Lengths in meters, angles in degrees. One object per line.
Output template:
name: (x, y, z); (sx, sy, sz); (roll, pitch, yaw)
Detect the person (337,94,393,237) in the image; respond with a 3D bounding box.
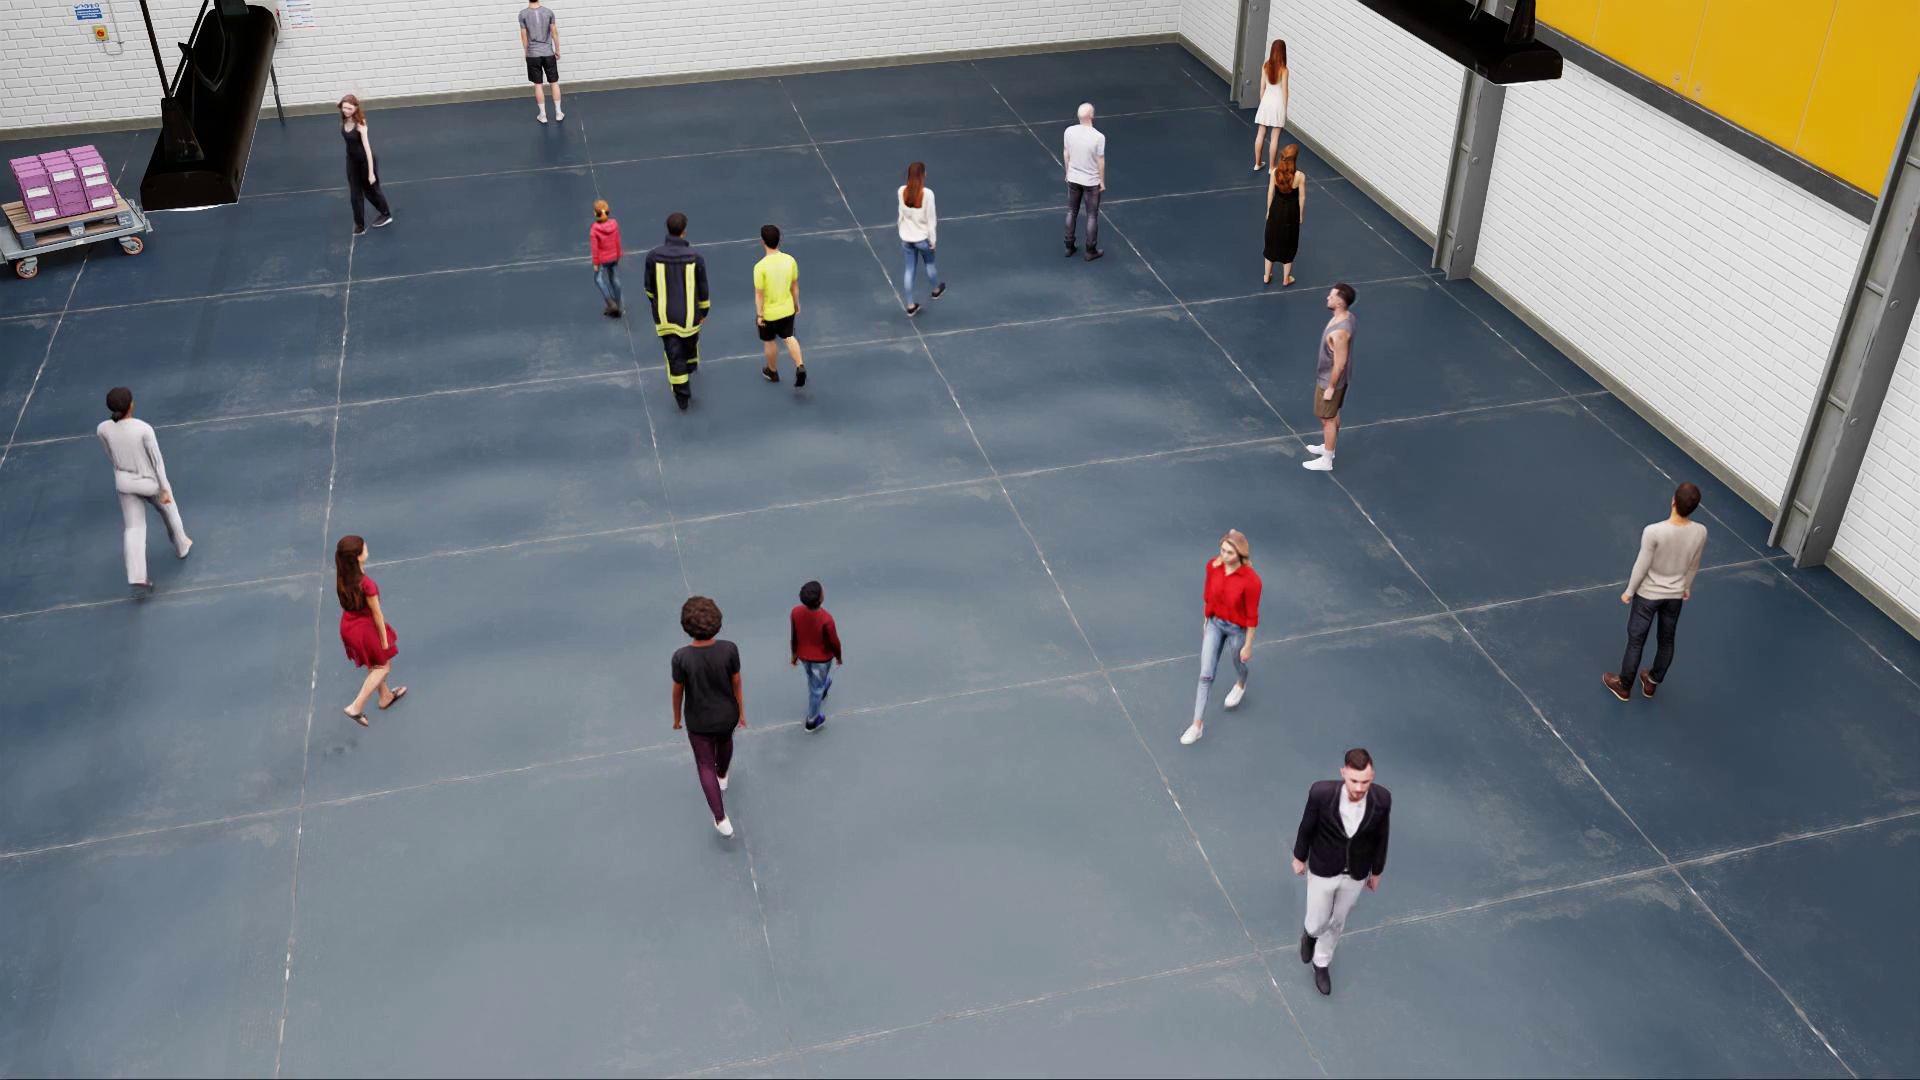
person: (-7.048, -4.482, 19.724); (0.948, 1.692, 1.063); (18, 38, 25)

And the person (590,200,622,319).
person: (-3.750, -2.983, 17.815); (0.607, 1.308, 0.631); (-26, 42, -33)

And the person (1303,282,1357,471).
person: (3.396, -1.490, 15.128); (0.790, 1.844, 0.678); (11, 35, 16)

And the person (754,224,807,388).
person: (-1.767, -2.261, 16.384); (0.792, 1.690, 1.017); (-19, 38, -26)

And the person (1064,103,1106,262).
person: (1.414, -4.109, 19.036); (0.747, 1.833, 0.808); (18, 38, 25)

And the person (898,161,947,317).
person: (-0.491, -3.189, 17.803); (0.972, 1.664, 1.065); (14, 36, 20)

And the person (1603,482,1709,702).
person: (5.150, 0.390, 12.236); (0.695, 1.868, 0.632); (-2, 34, -3)

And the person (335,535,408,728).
person: (-4.380, 0.684, 12.092); (0.850, 1.538, 0.919); (17, 37, 23)

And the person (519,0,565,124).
person: (-5.765, -6.695, 22.891); (0.662, 1.871, 0.564); (-11, 35, -16)

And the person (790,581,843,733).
person: (-1.086, 0.867, 12.089); (0.768, 1.236, 0.861); (13, 36, 19)

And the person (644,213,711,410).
person: (-2.733, -2.169, 16.092); (0.866, 1.860, 1.231); (-5, 34, -8)

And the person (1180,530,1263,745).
person: (1.995, 0.635, 12.061); (1.121, 1.654, 1.120); (22, 39, 29)

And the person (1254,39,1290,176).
person: (4.010, -5.565, 21.335); (0.619, 1.712, 0.706); (27, 42, 34)

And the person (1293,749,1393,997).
person: (2.262, 1.907, 9.982); (0.784, 1.835, 0.807); (2, 34, 3)

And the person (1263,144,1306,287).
person: (3.597, -3.613, 18.477); (0.676, 1.625, 0.724); (13, 36, 18)

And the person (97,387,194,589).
person: (-6.728, -0.409, 13.577); (0.827, 1.713, 1.185); (-2, 34, -2)

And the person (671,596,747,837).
person: (-1.659, 1.190, 11.131); (0.726, 1.757, 1.112); (-13, 36, -19)
